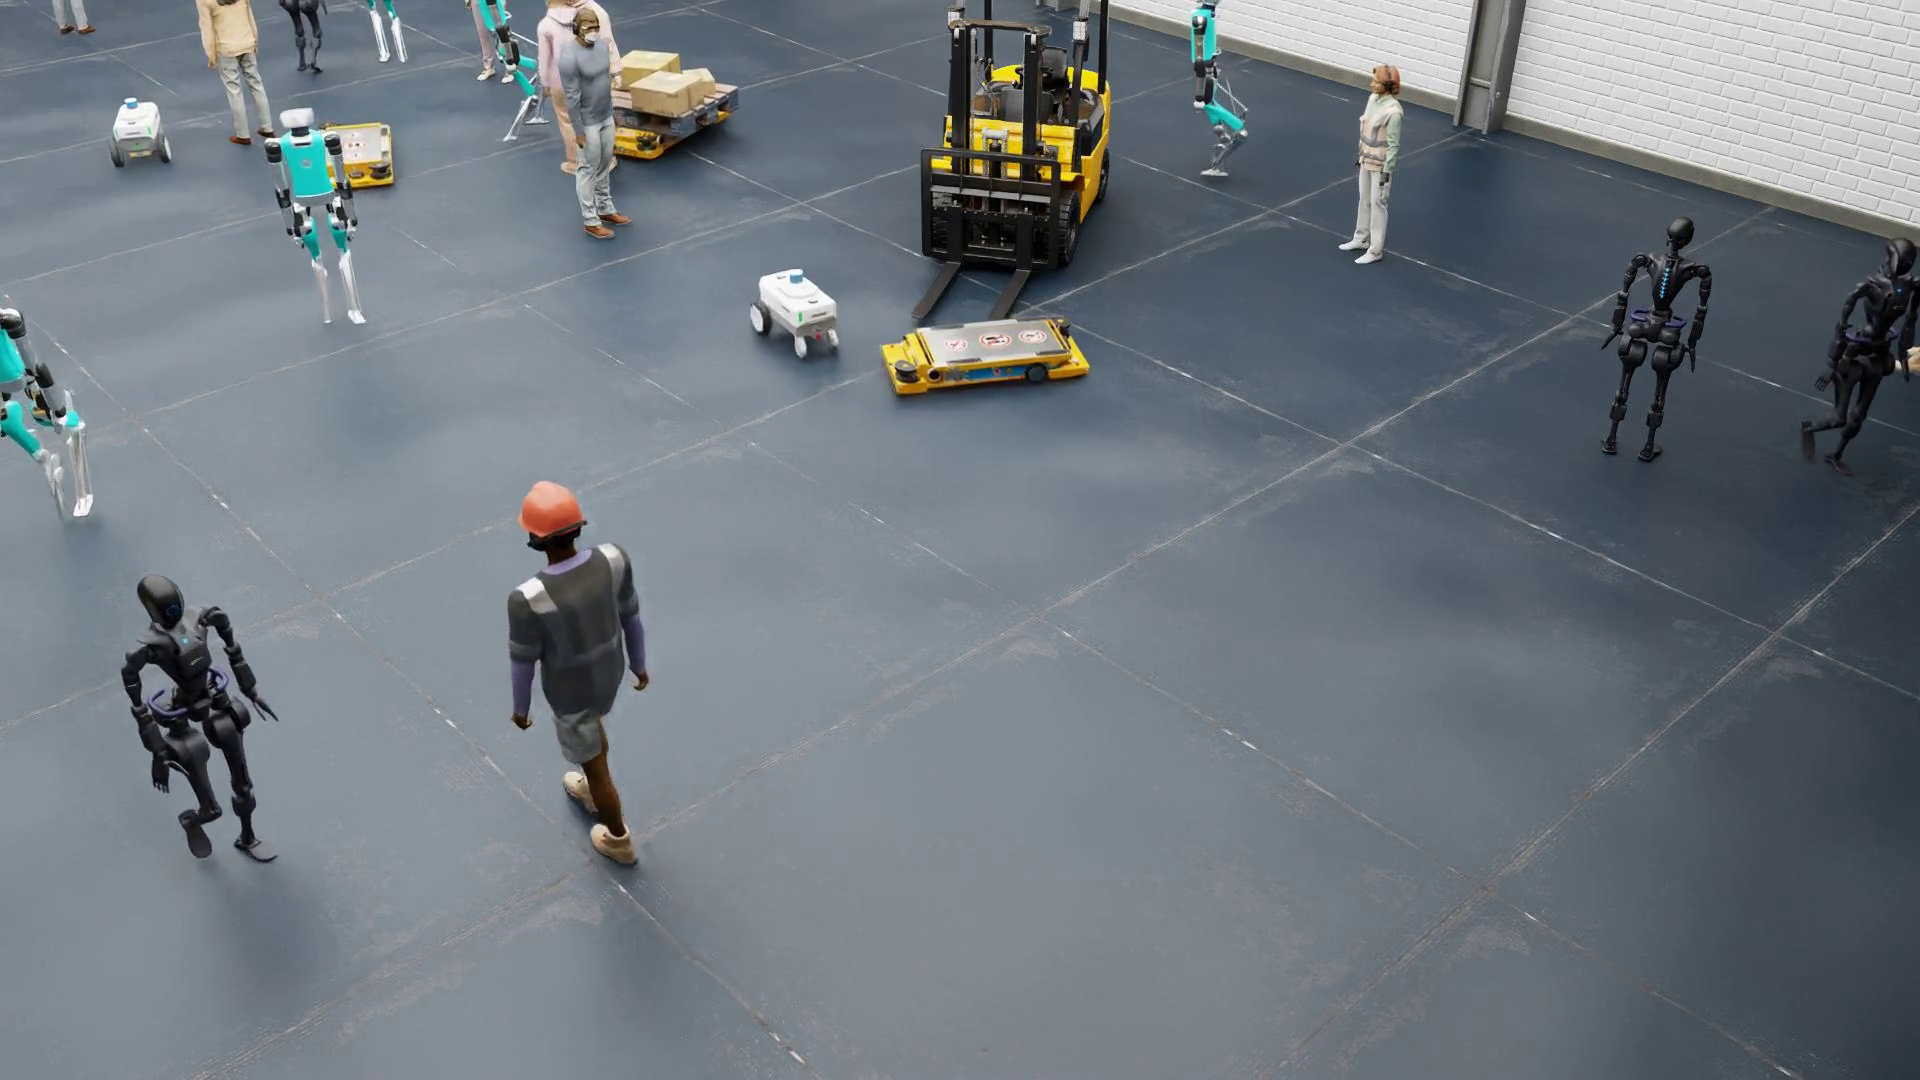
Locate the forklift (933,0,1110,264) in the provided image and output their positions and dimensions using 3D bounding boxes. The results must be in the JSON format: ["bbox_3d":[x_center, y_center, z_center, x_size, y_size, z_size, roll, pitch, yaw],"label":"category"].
[{"bbox_3d":[0.570,-3.725,14.138,1.214,2.155,2.313,9,34,13],"label":"forklift"}]

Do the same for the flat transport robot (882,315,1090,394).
[{"bbox_3d":[0.182,-1.368,12.276,1.431,0.231,0.659,-7,34,-10],"label":"flat transport robot"}]

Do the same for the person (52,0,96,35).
[{"bbox_3d":[-10.364,-6.644,19.123,0.474,1.641,0.333,2,33,3],"label":"person"}]

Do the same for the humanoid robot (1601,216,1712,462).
[{"bbox_3d":[4.541,-1.327,10.908,0.599,1.657,0.315,17,37,25],"label":"humanoid robot"}]

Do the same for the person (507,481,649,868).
[{"bbox_3d":[-1.828,0.591,7.660,0.826,2.018,0.635,26,41,34],"label":"person"}]

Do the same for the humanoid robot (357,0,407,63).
[{"bbox_3d":[-6.411,-6.123,18.249,0.530,1.809,0.632,-4,33,-7],"label":"humanoid robot"}]

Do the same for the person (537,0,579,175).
[{"bbox_3d":[-3.573,-4.202,15.263,0.485,1.765,0.516,25,40,33],"label":"person"}]

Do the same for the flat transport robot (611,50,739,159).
[{"bbox_3d":[-2.950,-4.131,16.523,0.659,0.231,1.431,15,36,21],"label":"flat transport robot"}]

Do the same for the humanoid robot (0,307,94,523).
[{"bbox_3d":[-5.654,-0.827,10.170,0.560,1.870,0.788,0,33,-1],"label":"humanoid robot"}]

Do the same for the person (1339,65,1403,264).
[{"bbox_3d":[3.410,-3.081,13.649,0.308,1.638,0.521,-7,34,-10],"label":"person"}]

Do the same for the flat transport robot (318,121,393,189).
[{"bbox_3d":[-5.752,-3.672,15.816,0.659,0.231,1.431,-9,34,-14],"label":"flat transport robot"}]

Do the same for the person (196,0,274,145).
[{"bbox_3d":[-6.988,-4.746,16.008,0.414,1.869,0.562,22,39,30],"label":"person"}]

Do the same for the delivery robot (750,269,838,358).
[{"bbox_3d":[-1.230,-1.770,12.605,0.499,0.566,0.739,-19,37,-26],"label":"delivery robot"}]

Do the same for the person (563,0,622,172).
[{"bbox_3d":[-3.482,-4.360,15.425,0.813,1.854,0.433,10,34,14],"label":"person"}]

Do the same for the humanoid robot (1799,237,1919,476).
[{"bbox_3d":[5.834,-1.209,10.747,0.608,1.645,0.405,-5,33,-8],"label":"humanoid robot"}]

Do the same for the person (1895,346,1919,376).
[{"bbox_3d":[7.104,-1.996,11.929,0.532,1.697,0.322,-26,41,-34],"label":"person"}]

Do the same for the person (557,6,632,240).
[{"bbox_3d":[-3.095,-3.542,14.090,0.379,1.937,0.628,12,35,18],"label":"person"}]

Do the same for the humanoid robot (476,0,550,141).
[{"bbox_3d":[-4.226,-4.743,16.135,0.822,1.785,0.544,-15,36,-21],"label":"humanoid robot"}]

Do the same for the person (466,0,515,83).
[{"bbox_3d":[-5.031,-5.738,17.628,0.524,1.760,0.338,11,35,16],"label":"person"}]

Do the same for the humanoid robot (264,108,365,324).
[{"bbox_3d":[-4.849,-2.434,12.609,0.531,1.830,0.690,-12,35,-18],"label":"humanoid robot"}]

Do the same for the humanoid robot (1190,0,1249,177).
[{"bbox_3d":[2.409,-4.033,15.104,0.745,1.873,0.542,9,34,14],"label":"humanoid robot"}]

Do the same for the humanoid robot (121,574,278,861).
[{"bbox_3d":[-3.509,0.808,7.650,0.429,1.646,0.616,21,38,28],"label":"humanoid robot"}]

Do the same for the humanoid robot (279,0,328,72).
[{"bbox_3d":[-7.158,-5.879,17.933,0.589,1.650,0.448,7,34,11],"label":"humanoid robot"}]

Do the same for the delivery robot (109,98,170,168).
[{"bbox_3d":[-7.864,-3.901,15.924,0.499,0.614,0.791,-10,34,-15],"label":"delivery robot"}]
